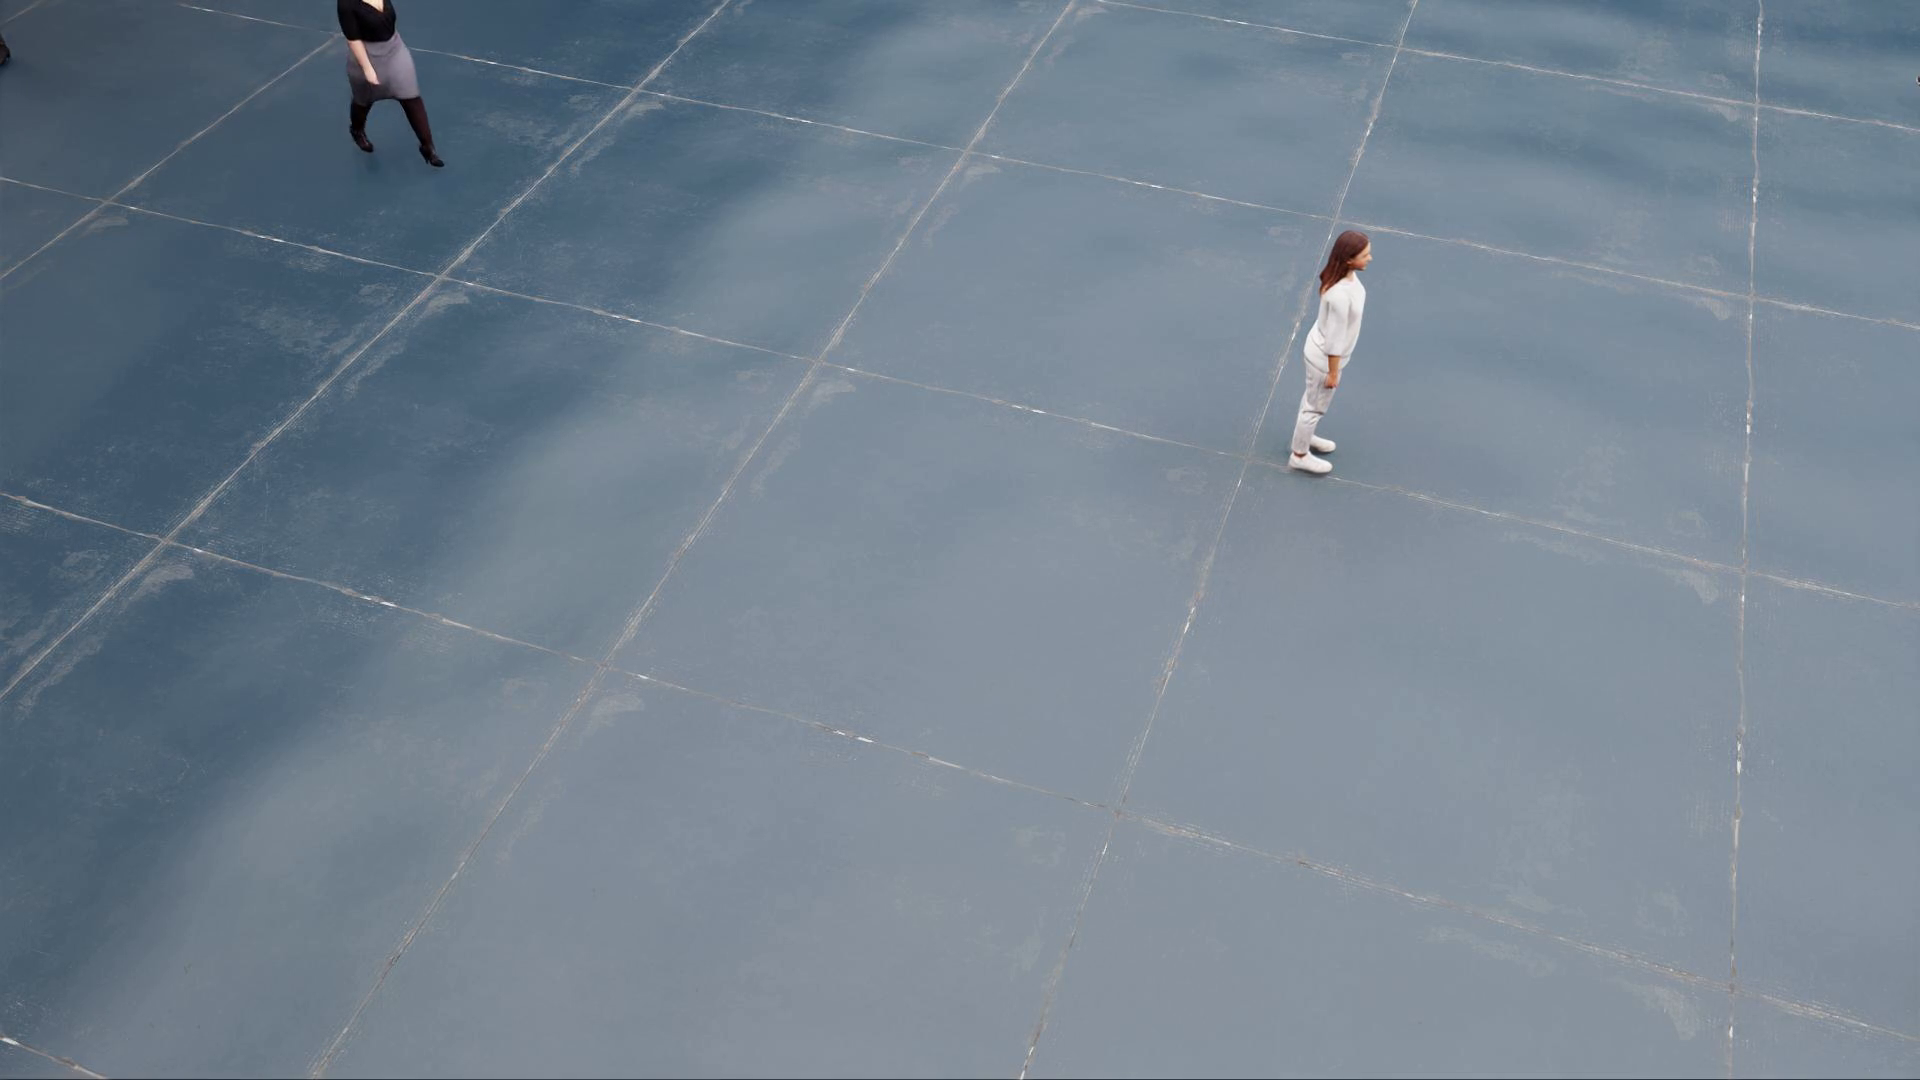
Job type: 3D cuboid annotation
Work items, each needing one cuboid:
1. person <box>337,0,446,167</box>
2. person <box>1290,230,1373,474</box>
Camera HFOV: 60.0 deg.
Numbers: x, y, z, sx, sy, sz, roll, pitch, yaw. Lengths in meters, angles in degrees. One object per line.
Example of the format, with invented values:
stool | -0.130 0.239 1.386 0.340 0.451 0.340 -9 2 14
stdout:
person | -4.543 -3.677 12.751 1.178 1.718 0.855 26 49 25
person | 2.226 -1.150 10.067 0.584 1.688 0.627 7 43 7
